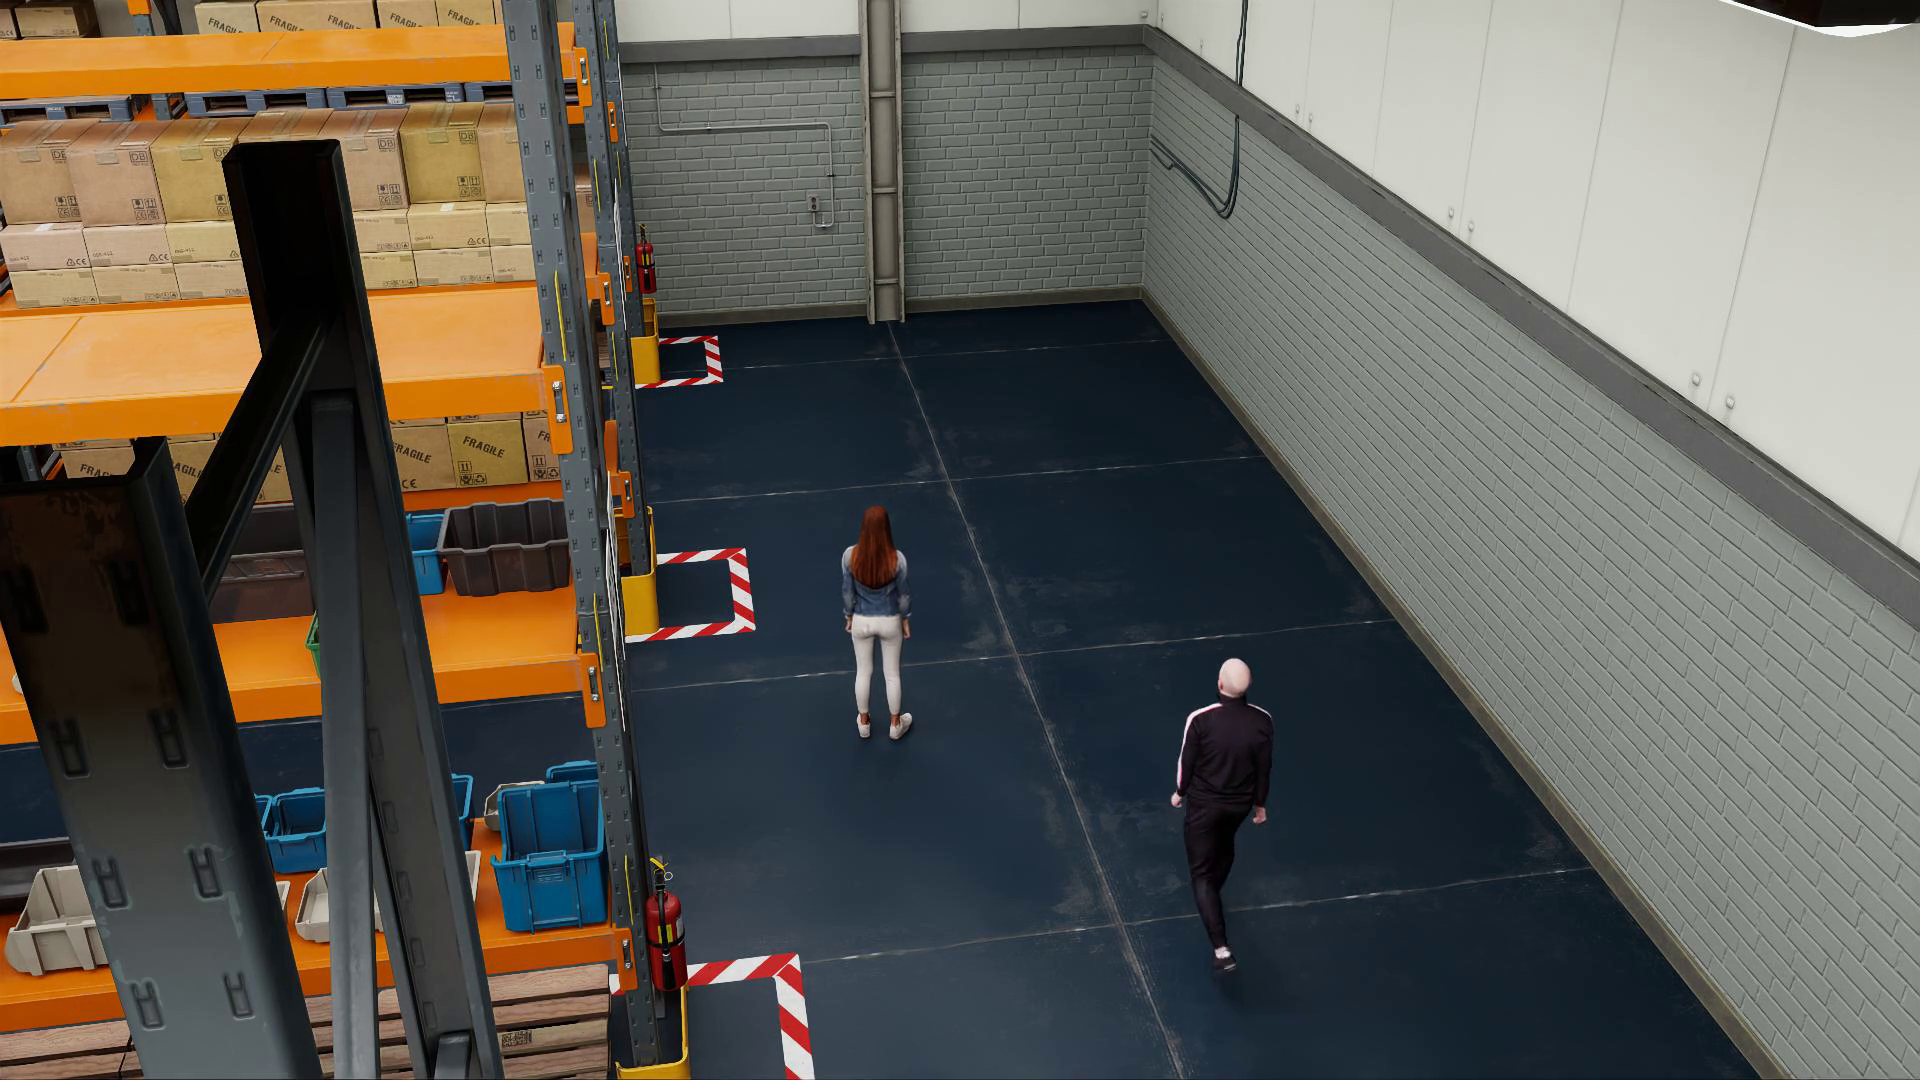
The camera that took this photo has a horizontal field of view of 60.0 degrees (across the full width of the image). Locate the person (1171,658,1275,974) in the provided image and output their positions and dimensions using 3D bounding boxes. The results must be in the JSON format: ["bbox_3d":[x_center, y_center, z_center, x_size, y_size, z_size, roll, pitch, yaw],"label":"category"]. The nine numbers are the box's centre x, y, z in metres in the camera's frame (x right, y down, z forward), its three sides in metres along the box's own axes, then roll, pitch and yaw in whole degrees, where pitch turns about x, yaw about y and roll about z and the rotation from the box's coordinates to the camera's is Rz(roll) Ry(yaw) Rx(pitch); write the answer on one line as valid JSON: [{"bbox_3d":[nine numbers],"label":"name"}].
[{"bbox_3d":[1.444,1.527,9.109,1.126,1.803,0.728,-6,29,-11],"label":"person"}]

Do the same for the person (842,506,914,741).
[{"bbox_3d":[-0.553,0.557,11.039,0.557,1.701,0.735,3,28,6],"label":"person"}]
